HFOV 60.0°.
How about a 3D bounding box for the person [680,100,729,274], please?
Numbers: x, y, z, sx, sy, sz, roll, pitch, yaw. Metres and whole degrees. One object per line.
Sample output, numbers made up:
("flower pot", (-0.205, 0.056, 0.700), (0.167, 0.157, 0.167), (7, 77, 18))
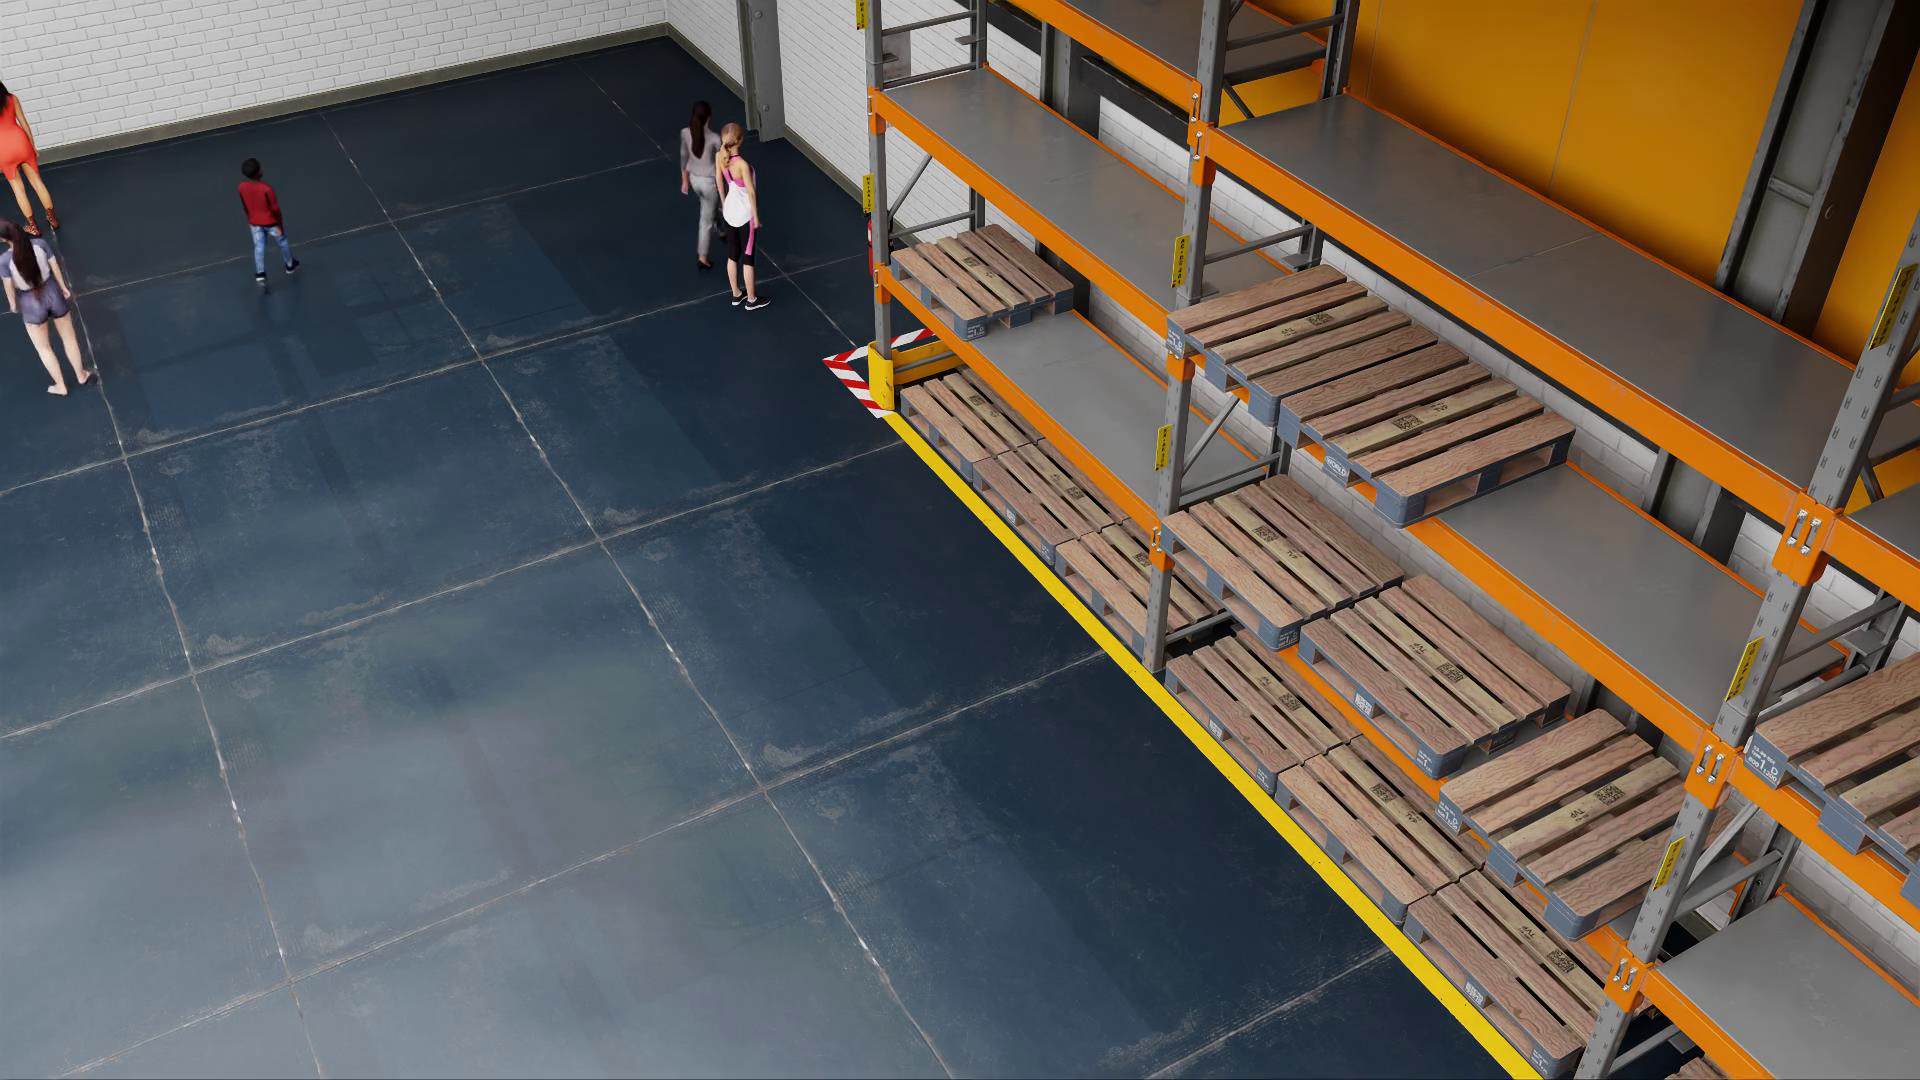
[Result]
("person", (-2.425, -3.269, 15.608), (1.053, 1.640, 1.024), (18, 42, 21))

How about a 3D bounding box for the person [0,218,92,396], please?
("person", (-7.721, -1.999, 14.020), (0.681, 1.637, 0.630), (-21, 43, -24))

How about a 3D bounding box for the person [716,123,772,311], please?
("person", (-2.007, -2.926, 15.062), (0.569, 1.787, 0.729), (29, 47, 31))

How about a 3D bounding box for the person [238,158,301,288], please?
("person", (-6.529, -2.964, 15.547), (0.731, 1.240, 0.892), (0, 39, 0))

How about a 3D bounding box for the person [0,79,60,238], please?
("person", (-9.209, -3.784, 16.189), (0.640, 1.719, 0.654), (27, 46, 29))
